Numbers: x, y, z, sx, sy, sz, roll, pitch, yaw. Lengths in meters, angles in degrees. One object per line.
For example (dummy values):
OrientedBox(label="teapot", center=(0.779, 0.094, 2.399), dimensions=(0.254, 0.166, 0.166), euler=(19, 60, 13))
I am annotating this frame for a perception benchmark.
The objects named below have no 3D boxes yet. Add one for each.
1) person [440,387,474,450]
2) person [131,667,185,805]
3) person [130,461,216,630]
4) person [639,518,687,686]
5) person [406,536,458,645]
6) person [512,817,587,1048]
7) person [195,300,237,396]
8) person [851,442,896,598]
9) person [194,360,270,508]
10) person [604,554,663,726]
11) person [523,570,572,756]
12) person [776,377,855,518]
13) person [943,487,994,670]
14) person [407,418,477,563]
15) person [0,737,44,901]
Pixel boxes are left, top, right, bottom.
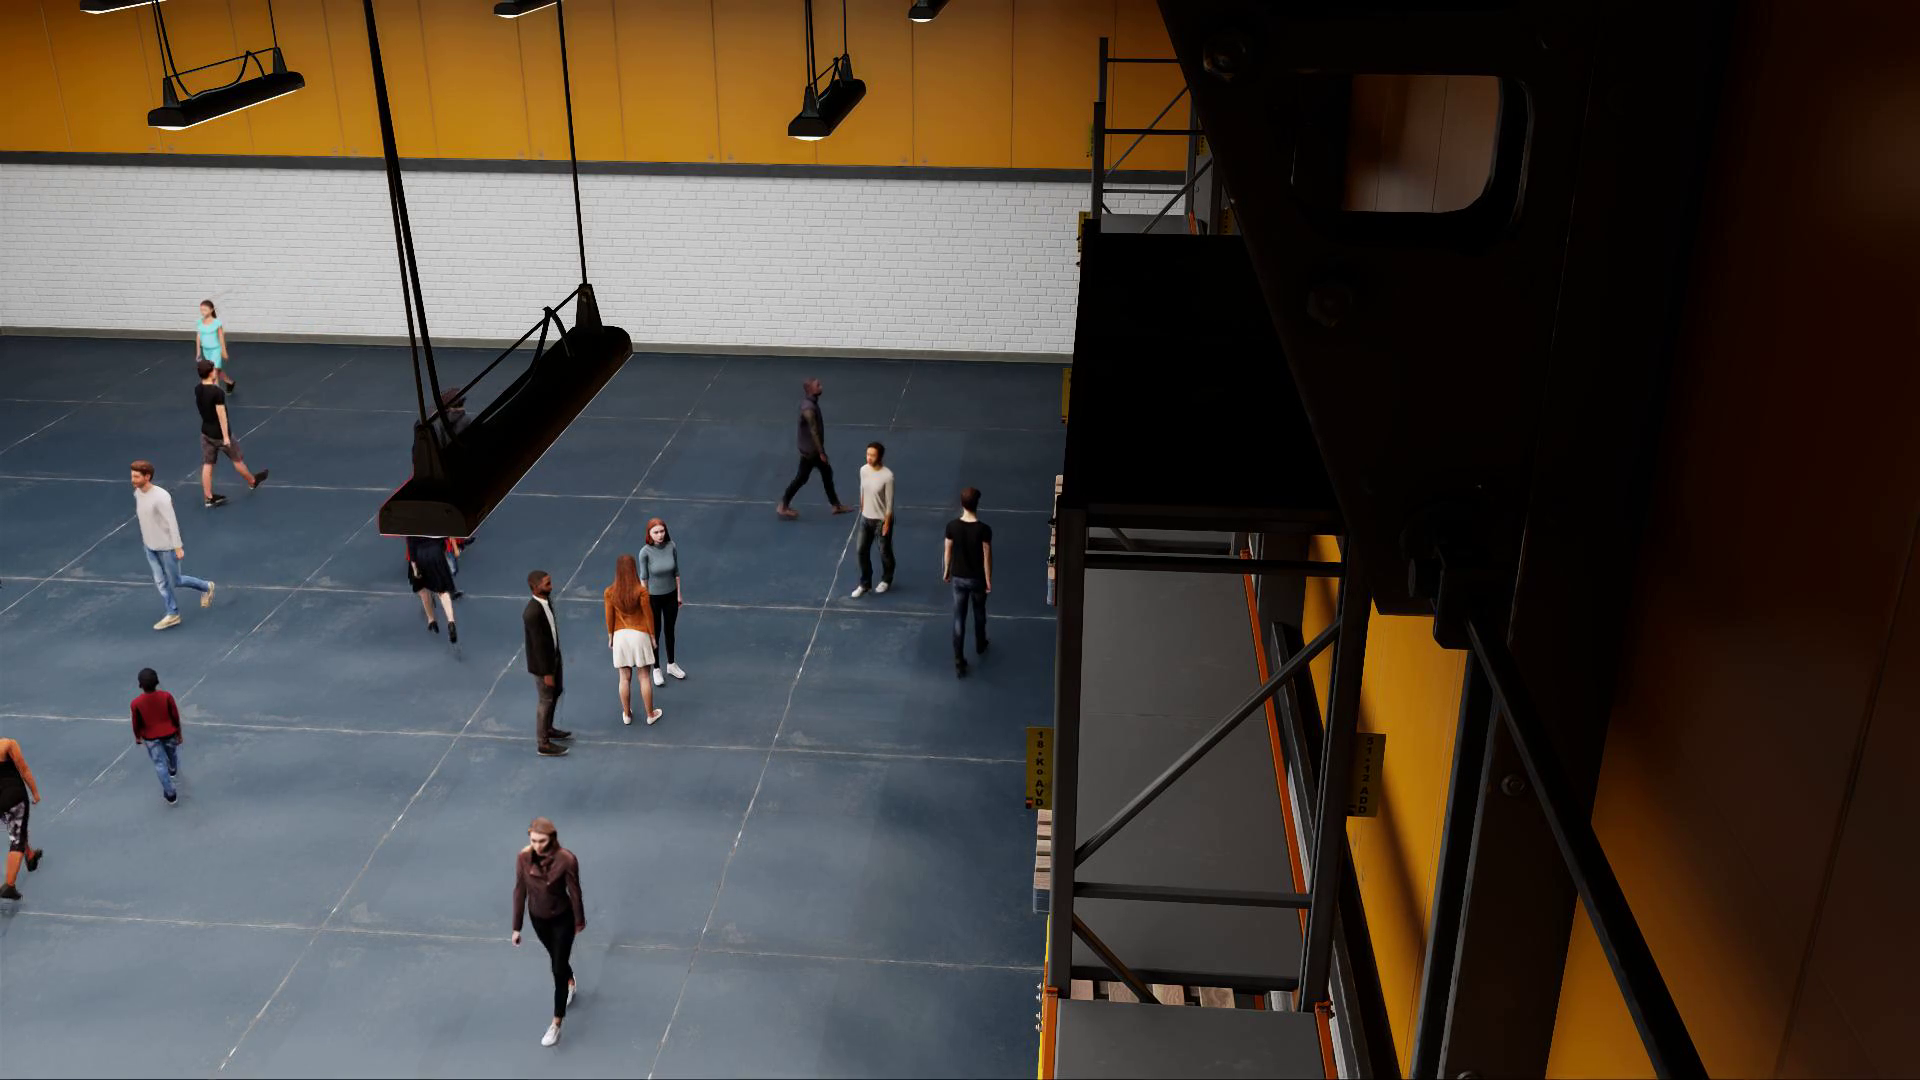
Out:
OrientedBox(label="person", center=(-6.003, -0.918, 19.946), dimensions=(0.644, 1.729, 1.092), euler=(2, 24, 6))
OrientedBox(label="person", center=(-6.977, 1.728, 14.528), dimensions=(0.843, 1.220, 0.920), euler=(-17, 29, -33))
OrientedBox(label="person", center=(-8.375, 0.020, 17.607), dimensions=(0.900, 1.884, 1.053), euler=(14, 27, 28))
OrientedBox(label="person", center=(-2.958, 0.588, 16.483), dimensions=(0.677, 1.743, 0.725), euler=(-16, 28, -32))
OrientedBox(label="person", center=(-5.452, 0.293, 17.192), dimensions=(0.987, 1.717, 1.145), euler=(-13, 27, -28))
OrientedBox(label="person", center=(-2.877, 2.652, 11.853), dimensions=(0.690, 1.669, 1.035), euler=(5, 24, 11))
OrientedBox(label="person", center=(-10.949, -2.783, 24.463), dimensions=(0.625, 1.529, 1.078), euler=(5, 24, 10))
OrientedBox(label="person", center=(-0.852, -0.266, 18.366), dimensions=(0.880, 1.801, 0.975), euler=(15, 28, 31))
OrientedBox(label="person", center=(-9.331, -1.296, 20.701), dimensions=(0.990, 1.817, 1.283), euler=(11, 26, 24))
OrientedBox(label="person", center=(-3.096, 0.947, 15.700), dimensions=(0.619, 1.713, 0.562), euler=(1, 24, 3))
OrientedBox(label="person", center=(-3.830, 1.103, 15.237), dimensions=(0.807, 1.799, 0.526), euler=(2, 24, 4))
OrientedBox(label="person", center=(-1.893, -1.073, 20.225), dimensions=(0.848, 1.790, 1.159), euler=(-1, 24, -2))
OrientedBox(label="person", center=(0.057, 0.418, 16.718), dimensions=(0.764, 1.868, 1.088), euler=(5, 24, 11))
OrientedBox(label="person", center=(-6.100, -0.489, 18.958), dimensions=(1.208, 1.735, 1.084), euler=(-22, 32, -40))
OrientedBox(label="person", center=(-7.596, 2.090, 13.187), dimensions=(0.753, 1.631, 1.117), euler=(-3, 24, -6))
